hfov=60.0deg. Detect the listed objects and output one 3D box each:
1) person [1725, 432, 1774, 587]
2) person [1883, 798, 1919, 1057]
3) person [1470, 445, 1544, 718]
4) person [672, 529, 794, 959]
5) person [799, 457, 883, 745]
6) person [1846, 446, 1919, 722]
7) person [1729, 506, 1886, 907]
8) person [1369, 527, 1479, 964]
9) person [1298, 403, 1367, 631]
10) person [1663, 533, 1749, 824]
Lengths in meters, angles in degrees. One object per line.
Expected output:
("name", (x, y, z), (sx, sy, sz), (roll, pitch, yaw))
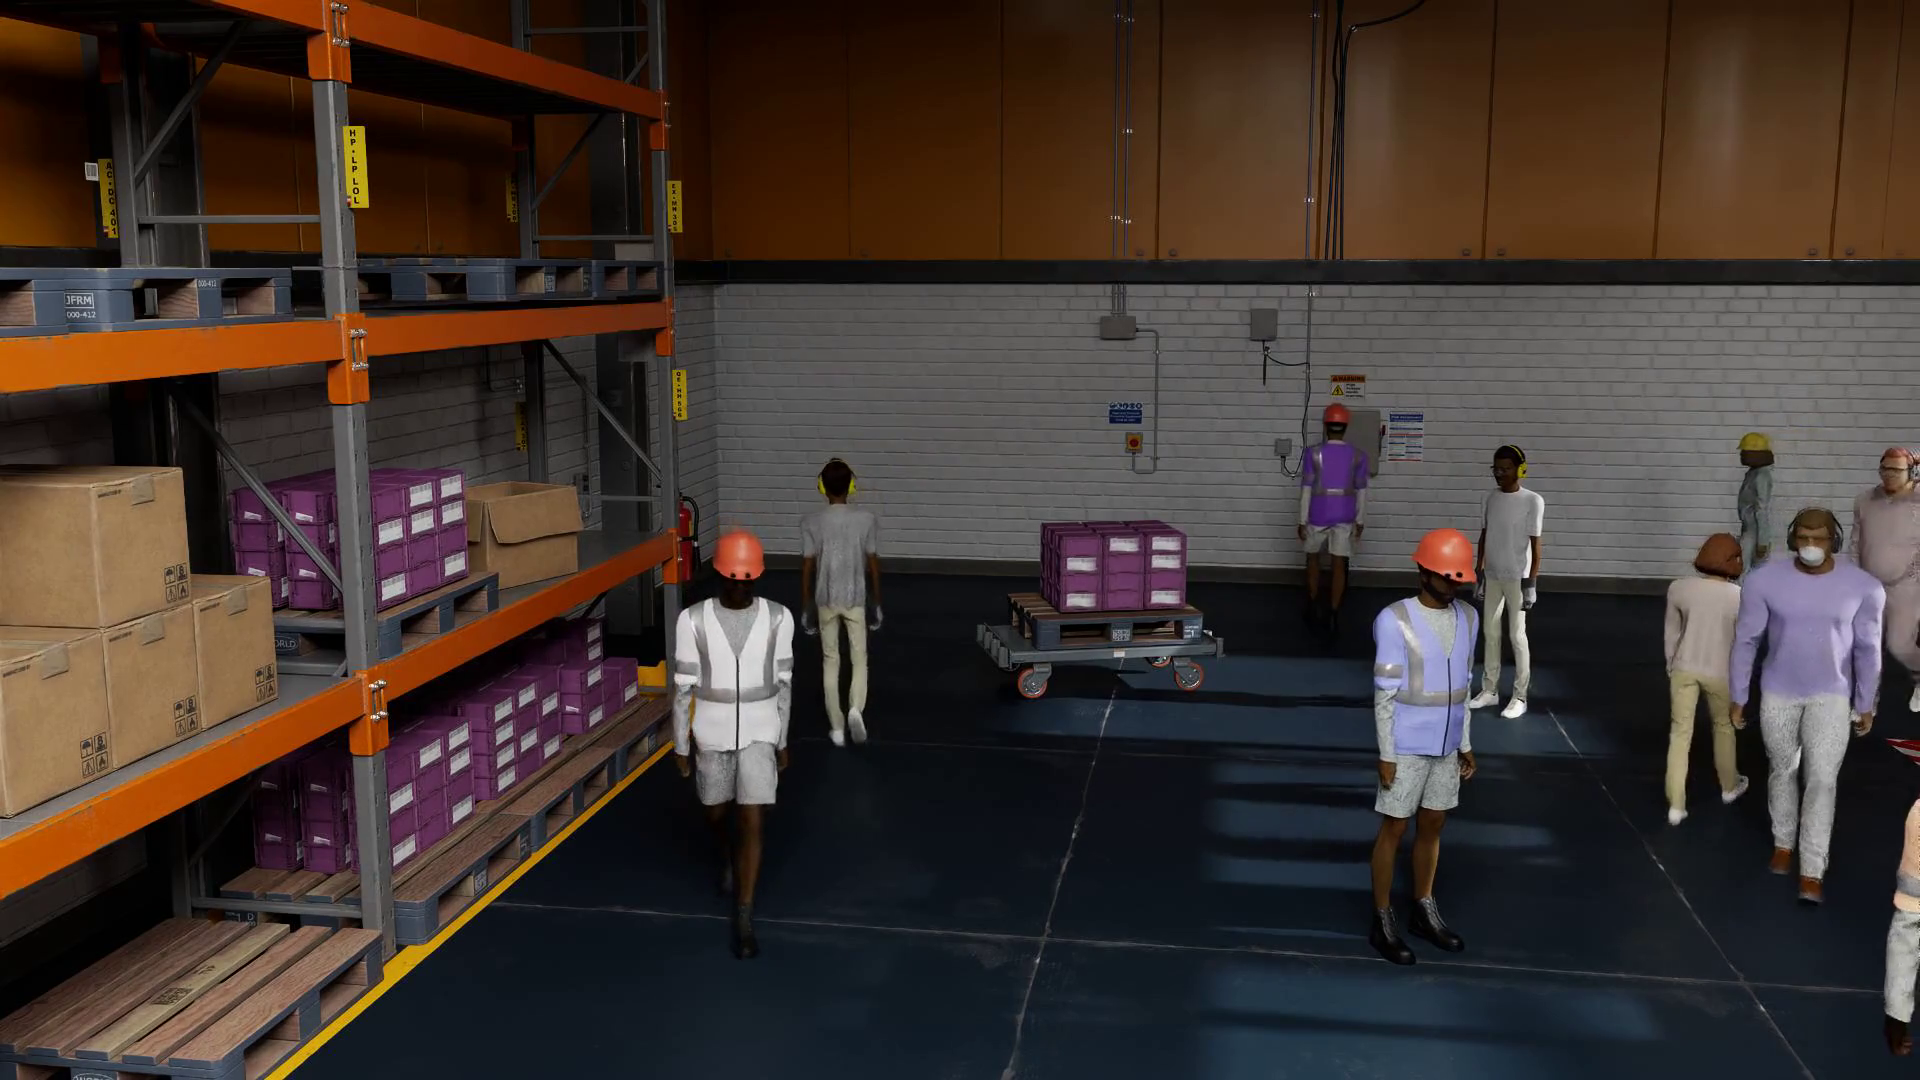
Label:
("person", (6.659, -0.048, 13.823), (0.858, 1.710, 0.495), (3, 10, 20))
("person", (2.954, 1.335, 4.710), (0.610, 1.891, 0.420), (6, 11, 34))
("person", (3.719, 0.274, 11.369), (0.317, 1.860, 0.509), (-7, 11, -35))
("person", (-1.039, 0.859, 7.665), (0.554, 1.901, 0.934), (-2, 9, -10))
("person", (-0.751, 0.410, 10.525), (0.538, 1.860, 0.506), (-1, 9, -7))
("person", (6.273, 0.306, 11.108), (0.565, 1.892, 0.637), (-5, 10, -27))
("person", (4.077, 0.788, 8.076), (0.652, 1.892, 0.955), (6, 11, 31))
("person", (2.067, 0.892, 7.332), (0.545, 1.931, 0.384), (-4, 10, -25))
("person", (3.158, -0.212, 14.195), (0.584, 1.910, 0.770), (0, 9, 2))
("person", (4.165, 0.746, 9.253), (0.521, 1.587, 0.832), (8, 12, 41))
